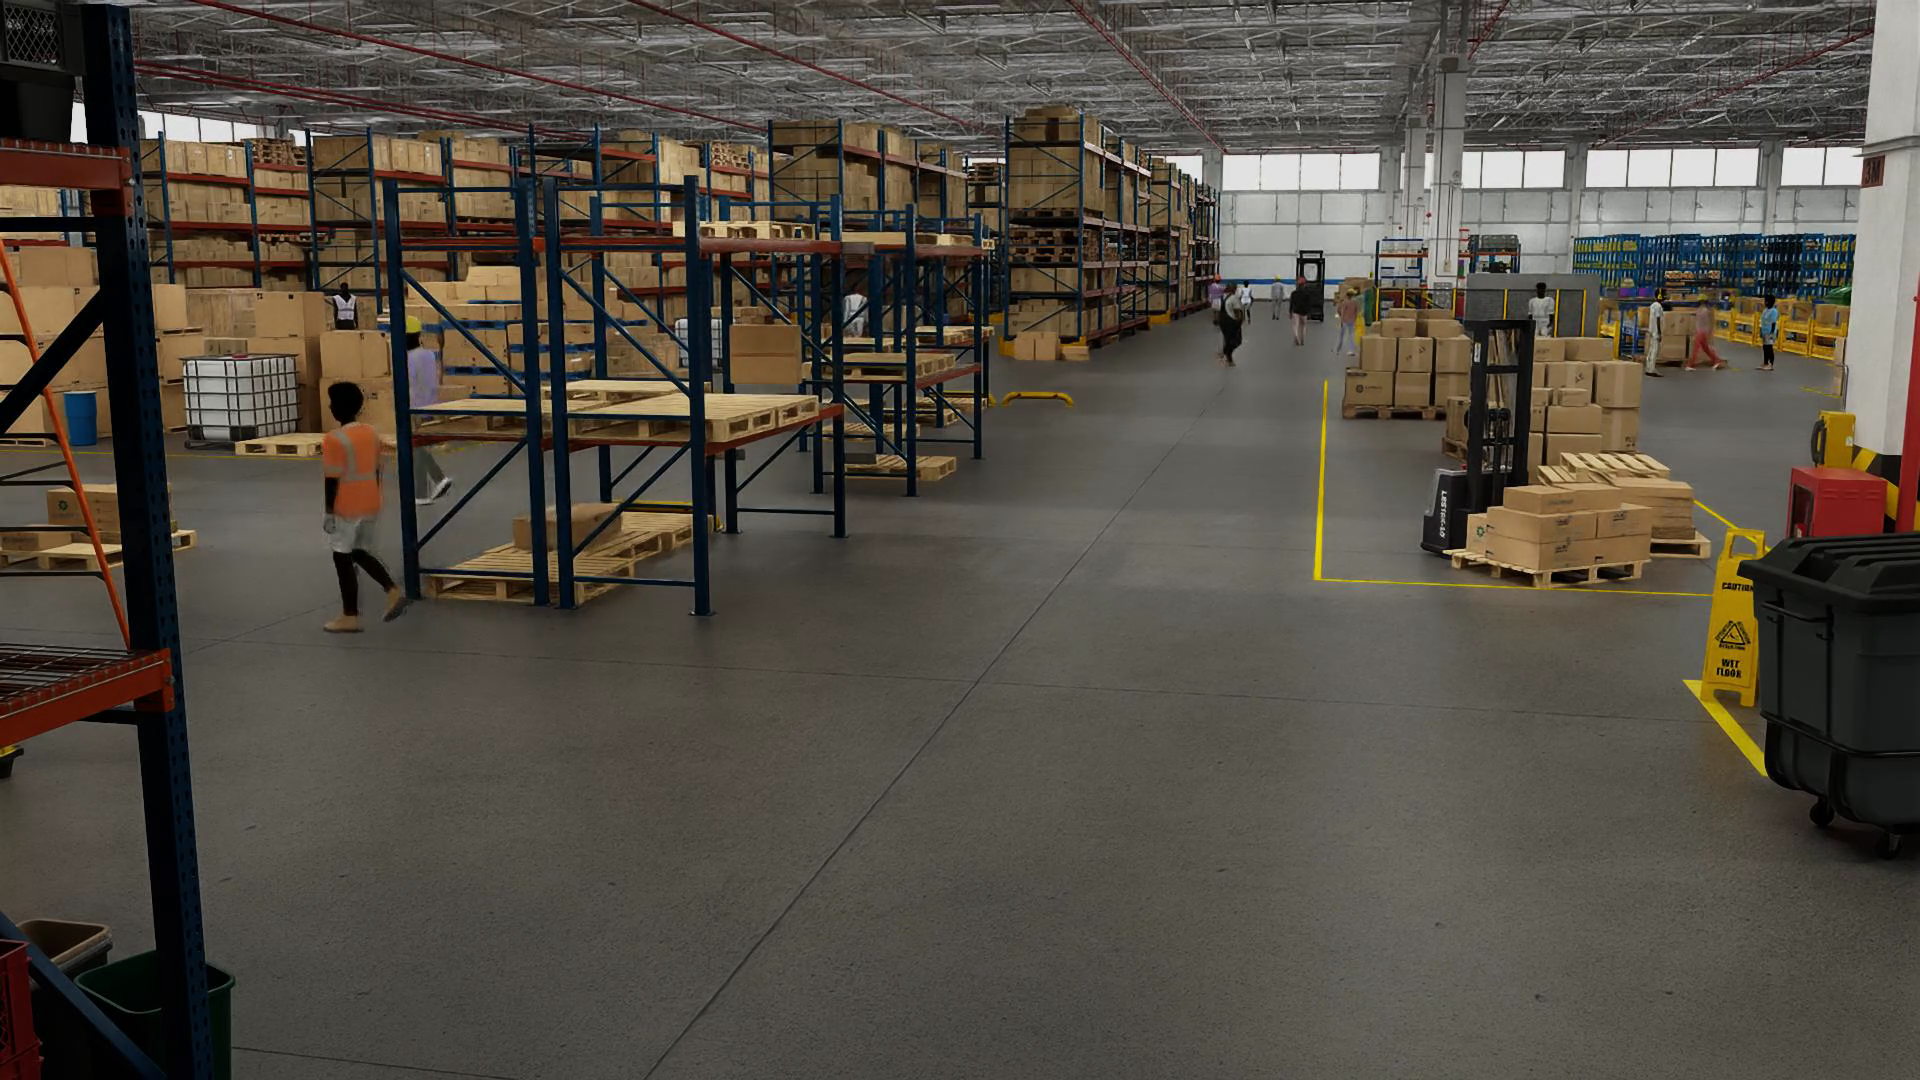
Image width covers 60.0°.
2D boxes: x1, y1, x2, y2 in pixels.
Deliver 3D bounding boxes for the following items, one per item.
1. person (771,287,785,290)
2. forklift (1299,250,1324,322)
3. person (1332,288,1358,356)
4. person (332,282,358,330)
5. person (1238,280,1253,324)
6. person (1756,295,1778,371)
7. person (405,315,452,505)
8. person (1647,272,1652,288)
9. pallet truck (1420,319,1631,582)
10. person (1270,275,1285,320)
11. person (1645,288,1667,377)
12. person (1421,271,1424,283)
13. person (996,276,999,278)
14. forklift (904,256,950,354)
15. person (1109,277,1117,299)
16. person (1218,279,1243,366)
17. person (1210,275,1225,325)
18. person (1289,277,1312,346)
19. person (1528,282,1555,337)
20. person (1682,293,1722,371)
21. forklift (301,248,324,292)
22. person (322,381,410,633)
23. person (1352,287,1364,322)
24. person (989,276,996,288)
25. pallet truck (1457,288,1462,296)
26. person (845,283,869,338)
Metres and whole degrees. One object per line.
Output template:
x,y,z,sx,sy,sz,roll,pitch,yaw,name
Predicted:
-7.624,-10.197,69.499,0.639,1.901,0.976,1,10,5,person
13.778,-10.002,65.433,1.129,2.768,1.873,2,10,12,forklift
9.975,-5.621,42.907,0.537,1.711,0.870,-3,10,-19,person
-15.212,-5.422,41.191,0.592,1.911,0.385,-8,13,-40,person
10.844,-9.021,63.182,0.534,1.679,0.398,0,10,-1,person
18.030,-4.619,37.087,0.320,1.693,0.537,1,10,4,person
-5.451,-1.290,16.686,0.421,1.916,0.605,1,10,6,person
36.798,-13.361,88.565,0.964,1.798,0.574,1,10,6,person
4.543,-0.757,13.299,0.823,1.965,1.885,-4,10,-22,pallet truck
12.998,-9.908,68.024,0.613,1.808,0.603,2,10,13,person
14.670,-4.359,35.010,0.311,1.869,0.534,1,10,7,person
22.515,-12.159,81.066,0.641,1.908,0.901,-9,13,-44,person
1.978,-13.310,88.428,0.543,1.717,0.906,5,11,29,person
-0.945,-6.011,41.802,1.129,2.768,1.873,2,10,12,forklift
8.228,-13.572,89.713,0.635,1.818,0.723,1,10,5,person
6.260,-5.010,38.354,0.545,2.000,0.707,-5,11,-26,person
9.662,-9.000,62.434,0.569,1.882,0.976,1,10,9,person
9.682,-6.478,47.299,0.638,1.961,0.871,2,10,11,person
13.282,-4.915,38.062,0.599,1.958,0.386,8,13,40,person
16.562,-4.618,36.971,0.854,1.736,0.535,1,10,6,person
-20.124,-7.780,52.275,1.873,2.768,1.129,6,11,32,forklift
-3.987,-0.210,10.992,0.436,1.679,0.537,2,10,13,person
12.564,-7.237,52.841,0.500,1.597,0.816,4,10,22,person
1.704,-13.601,89.473,0.686,1.953,0.722,6,11,31,person
20.506,-9.785,68.819,0.653,1.274,1.630,2,10,12,pallet truck
-2.556,-5.556,42.104,0.620,1.859,0.757,3,10,16,person
